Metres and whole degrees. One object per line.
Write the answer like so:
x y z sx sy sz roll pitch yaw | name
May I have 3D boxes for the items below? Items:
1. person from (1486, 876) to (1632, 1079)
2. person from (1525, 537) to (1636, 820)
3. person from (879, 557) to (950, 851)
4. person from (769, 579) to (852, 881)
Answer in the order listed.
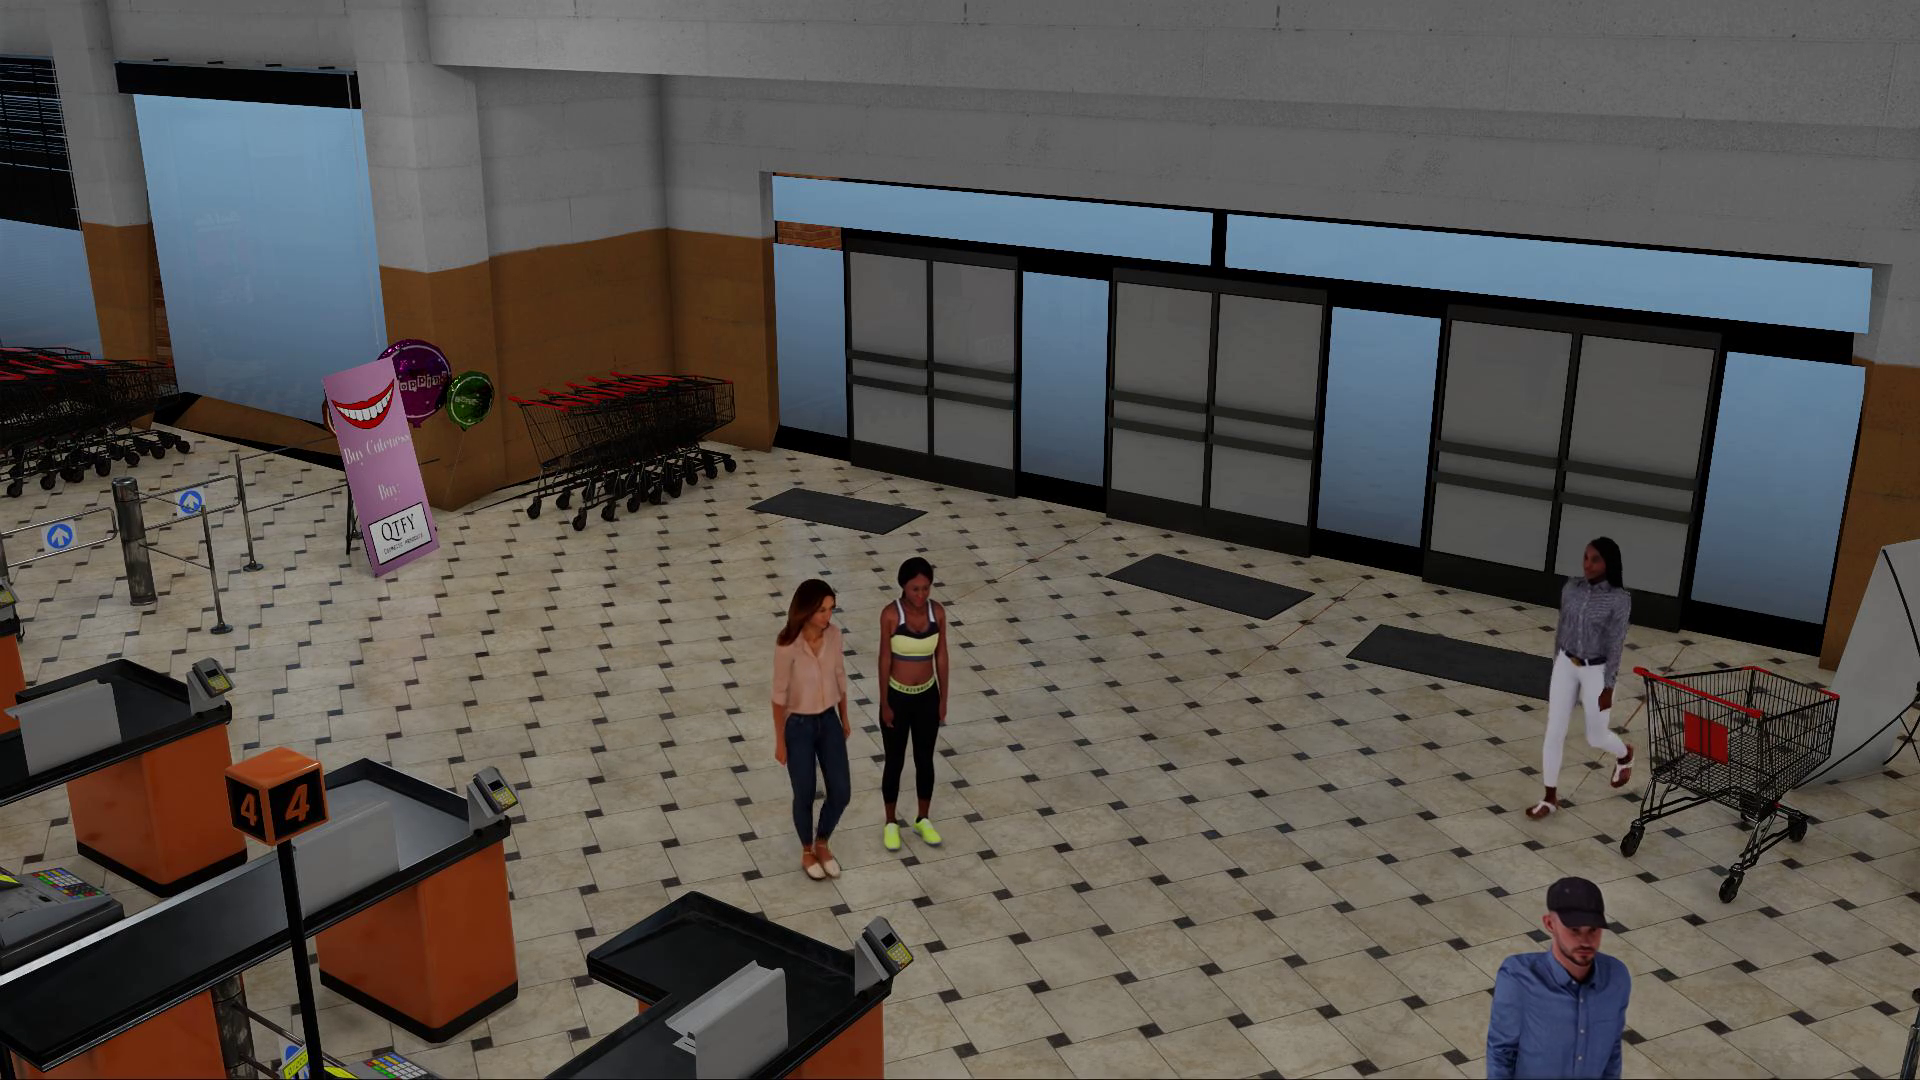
2.033 2.018 5.758 0.741 1.888 0.782 -1 19 -4 | person
3.689 0.795 9.671 1.092 1.705 0.815 -13 22 -33 | person
-0.280 0.902 9.288 0.663 1.746 0.729 -5 19 -13 | person
-0.846 1.002 8.959 0.694 1.767 0.799 -11 22 -30 | person
